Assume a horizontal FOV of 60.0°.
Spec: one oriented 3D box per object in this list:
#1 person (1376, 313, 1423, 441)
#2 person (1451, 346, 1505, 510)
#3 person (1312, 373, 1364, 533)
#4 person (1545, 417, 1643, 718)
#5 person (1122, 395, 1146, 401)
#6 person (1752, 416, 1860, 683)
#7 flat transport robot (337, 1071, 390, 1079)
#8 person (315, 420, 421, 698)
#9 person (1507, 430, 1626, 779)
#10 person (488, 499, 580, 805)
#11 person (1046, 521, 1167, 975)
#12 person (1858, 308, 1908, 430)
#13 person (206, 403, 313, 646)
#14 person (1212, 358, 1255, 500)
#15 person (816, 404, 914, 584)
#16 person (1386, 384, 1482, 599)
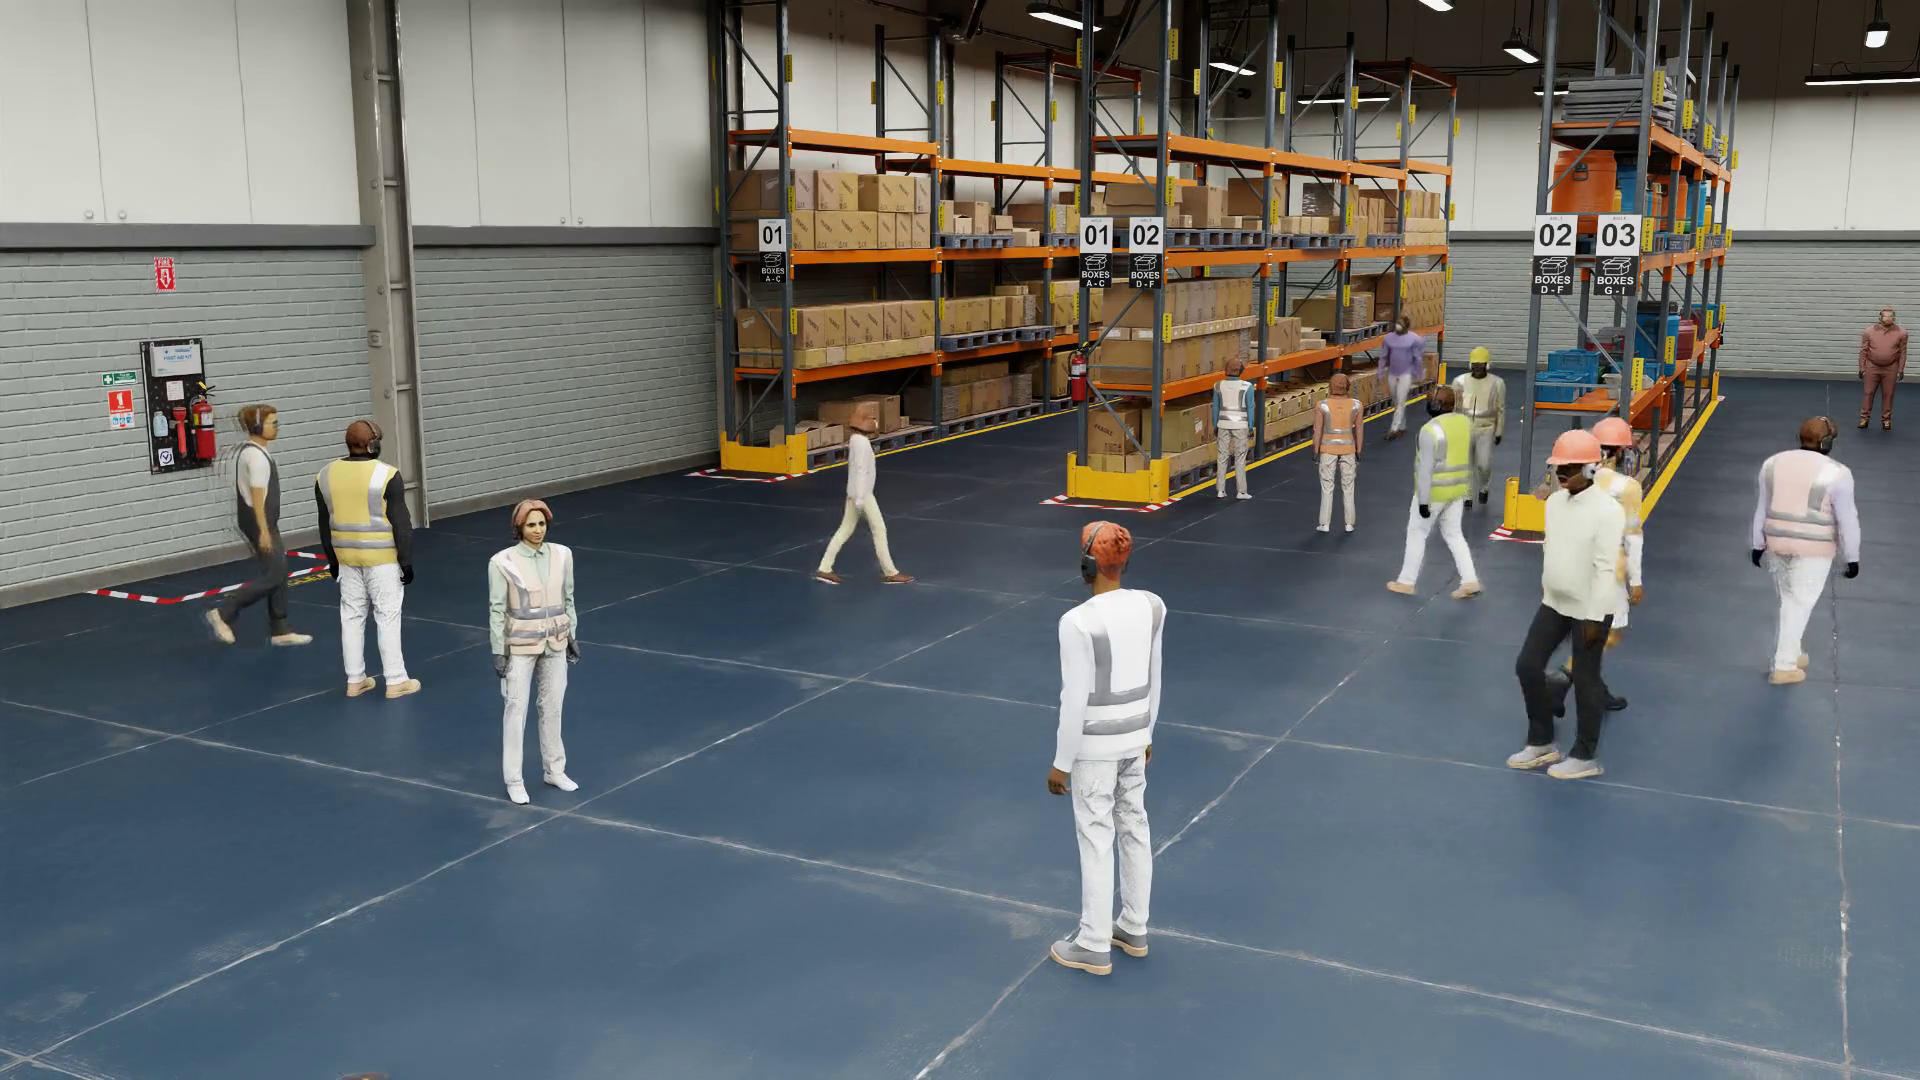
[{"bbox_3d":[6.544,-2.438,24.824,0.647,1.885,0.996,9,14,41],"label":"person"},{"bbox_3d":[5.696,-1.232,18.408,0.601,1.816,0.423,5,11,24],"label":"person"},{"bbox_3d":[3.855,-0.880,16.989,0.520,1.636,0.312,0,10,2],"label":"person"},{"bbox_3d":[3.947,0.191,10.391,0.765,1.918,0.558,-5,12,-25],"label":"person"},{"bbox_3d":[2.496,-2.154,23.578,0.525,1.772,0.306,7,13,35],"label":"person"},{"bbox_3d":[5.832,0.063,11.347,0.745,1.817,0.666,-6,12,-29],"label":"person"},{"bbox_3d":[-2.175,2.015,4.928,0.652,0.197,1.431,7,13,35],"label":"flat transport robot"},{"bbox_3d":[-3.876,0.126,10.948,0.633,1.840,0.429,2,11,12],"label":"person"},{"bbox_3d":[3.356,0.377,9.227,0.597,1.975,0.617,-4,11,-23],"label":"person"},{"bbox_3d":[-2.289,0.589,8.970,0.522,1.638,0.310,-10,15,-44],"label":"person"},{"bbox_3d":[0.600,0.852,6.873,0.573,1.883,0.354,-9,14,-41],"label":"person"},{"bbox_3d":[14.470,-2.687,26.109,0.654,1.905,0.408,6,12,28],"label":"person"},{"bbox_3d":[-5.153,-0.086,12.140,0.614,1.827,0.532,-3,11,-18],"label":"person"},{"bbox_3d":[3.145,-1.275,19.138,0.513,1.638,0.311,6,12,31],"label":"person"},{"bbox_3d":[-0.866,-0.391,14.446,0.846,1.590,0.513,-3,11,-13],"label":"person"},{"bbox_3d":[4.016,-0.403,13.909,0.628,1.815,0.806,-6,12,-30],"label":"person"}]
